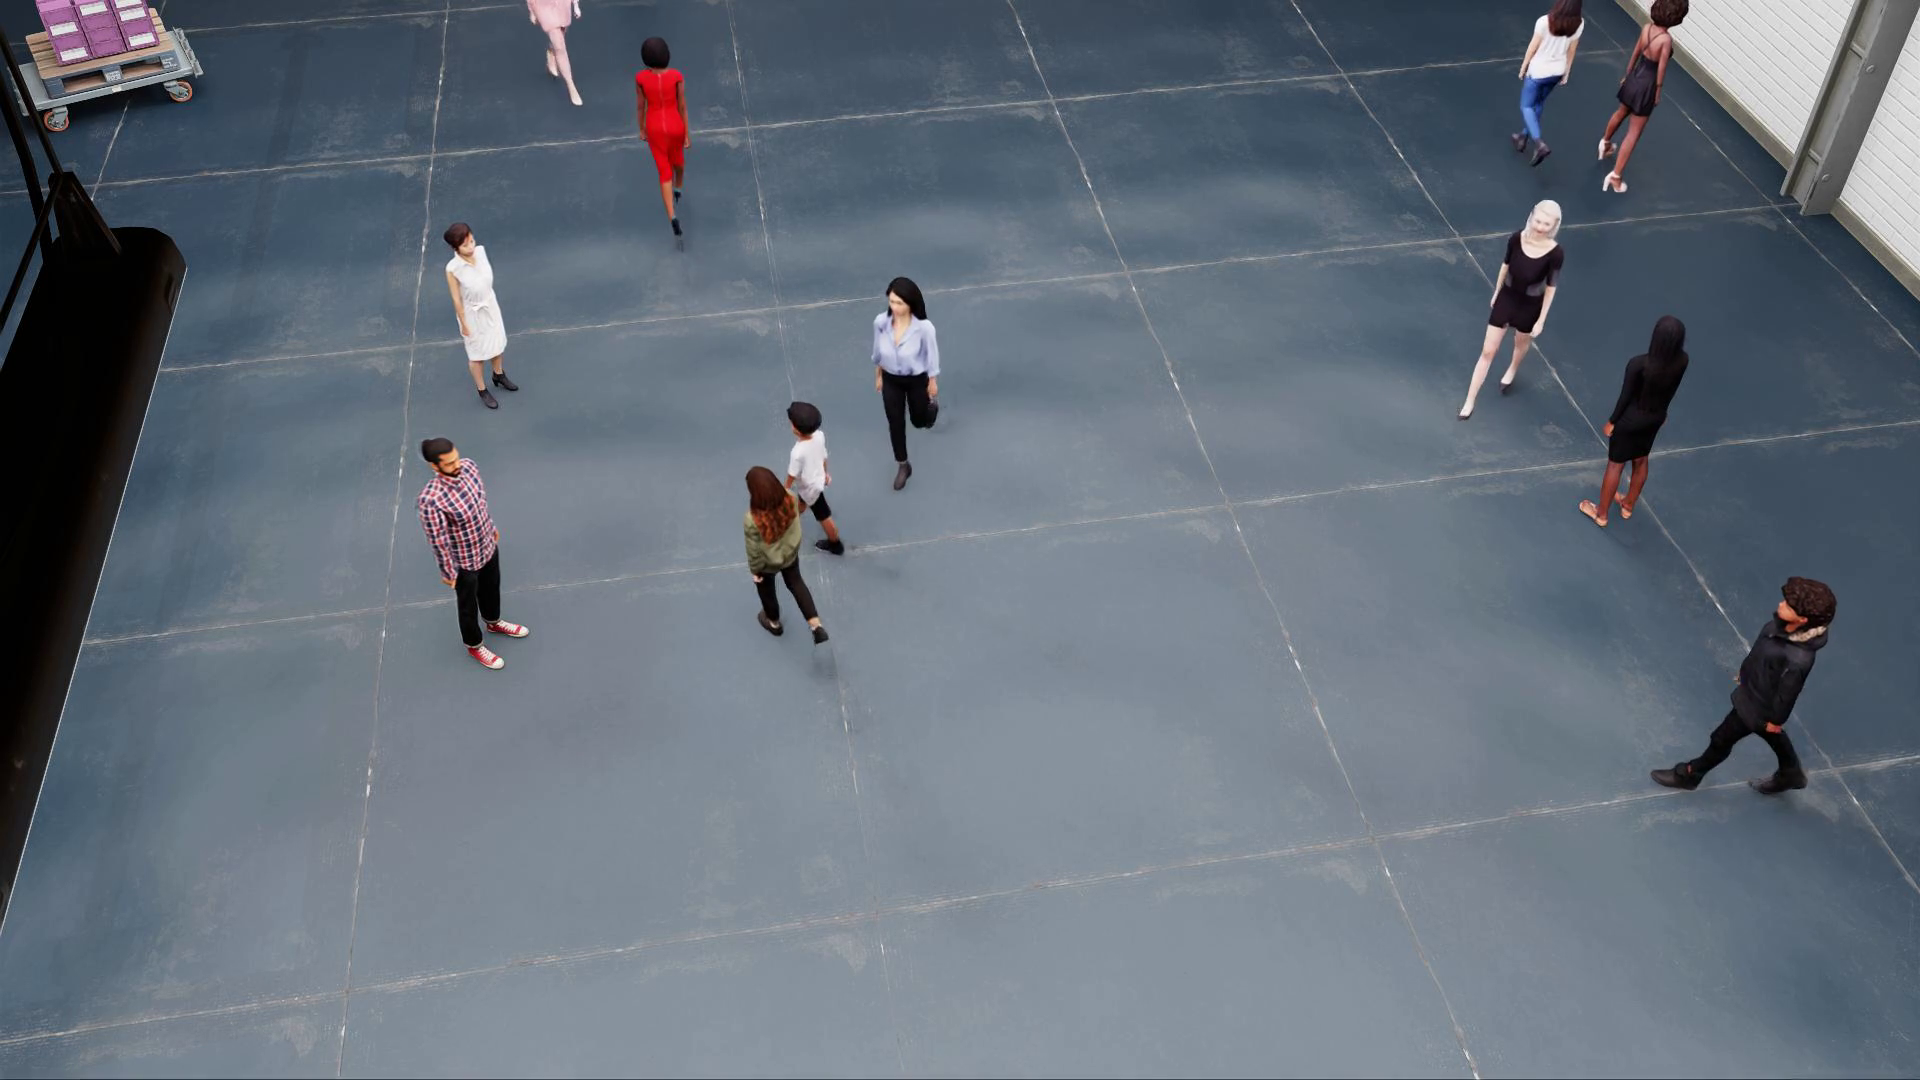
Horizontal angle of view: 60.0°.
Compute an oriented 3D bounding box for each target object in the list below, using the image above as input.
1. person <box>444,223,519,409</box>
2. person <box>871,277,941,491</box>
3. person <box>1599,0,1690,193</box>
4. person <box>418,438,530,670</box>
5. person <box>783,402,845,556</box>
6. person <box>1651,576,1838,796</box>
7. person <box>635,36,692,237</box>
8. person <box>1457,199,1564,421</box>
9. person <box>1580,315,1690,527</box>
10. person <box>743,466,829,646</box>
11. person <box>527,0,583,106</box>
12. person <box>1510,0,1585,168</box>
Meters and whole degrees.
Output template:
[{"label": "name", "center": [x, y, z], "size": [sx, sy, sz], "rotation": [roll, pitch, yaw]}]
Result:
[{"label": "person", "center": [-3.614, -1.706, 12.479], "size": [0.706, 1.555, 0.626], "rotation": [20, 47, 20]}, {"label": "person", "center": [-0.353, -1.164, 11.787], "size": [0.912, 1.725, 1.058], "rotation": [13, 45, 14]}, {"label": "person", "center": [5.999, -3.985, 14.731], "size": [0.941, 1.747, 0.668], "rotation": [-10, 45, -10]}, {"label": "person", "center": [-3.100, 0.045, 10.492], "size": [0.845, 1.761, 0.709], "rotation": [14, 45, 14]}, {"label": "person", "center": [-0.968, -0.383, 11.330], "size": [0.867, 1.224, 0.852], "rotation": [20, 47, 20]}, {"label": "person", "center": [4.735, 0.910, 9.592], "size": [0.994, 1.749, 1.145], "rotation": [11, 45, 12]}, {"label": "person", "center": [-2.495, -3.393, 14.144], "size": [0.587, 1.700, 1.126], "rotation": [-6, 44, -7]}, {"label": "person", "center": [4.195, -1.760, 12.370], "size": [1.113, 1.782, 1.189], "rotation": [26, 49, 24]}, {"label": "person", "center": [4.661, -0.827, 11.436], "size": [0.635, 1.721, 0.527], "rotation": [-12, 45, -12]}, {"label": "person", "center": [-1.139, 0.128, 10.617], "size": [0.816, 1.467, 0.952], "rotation": [-25, 49, -24]}, {"label": "person", "center": [-3.918, -5.114, 15.903], "size": [0.922, 1.766, 1.193], "rotation": [-25, 49, -24]}, {"label": "person", "center": [5.289, -4.126, 14.946], "size": [0.626, 1.656, 0.960], "rotation": [-8, 44, -9]}]
